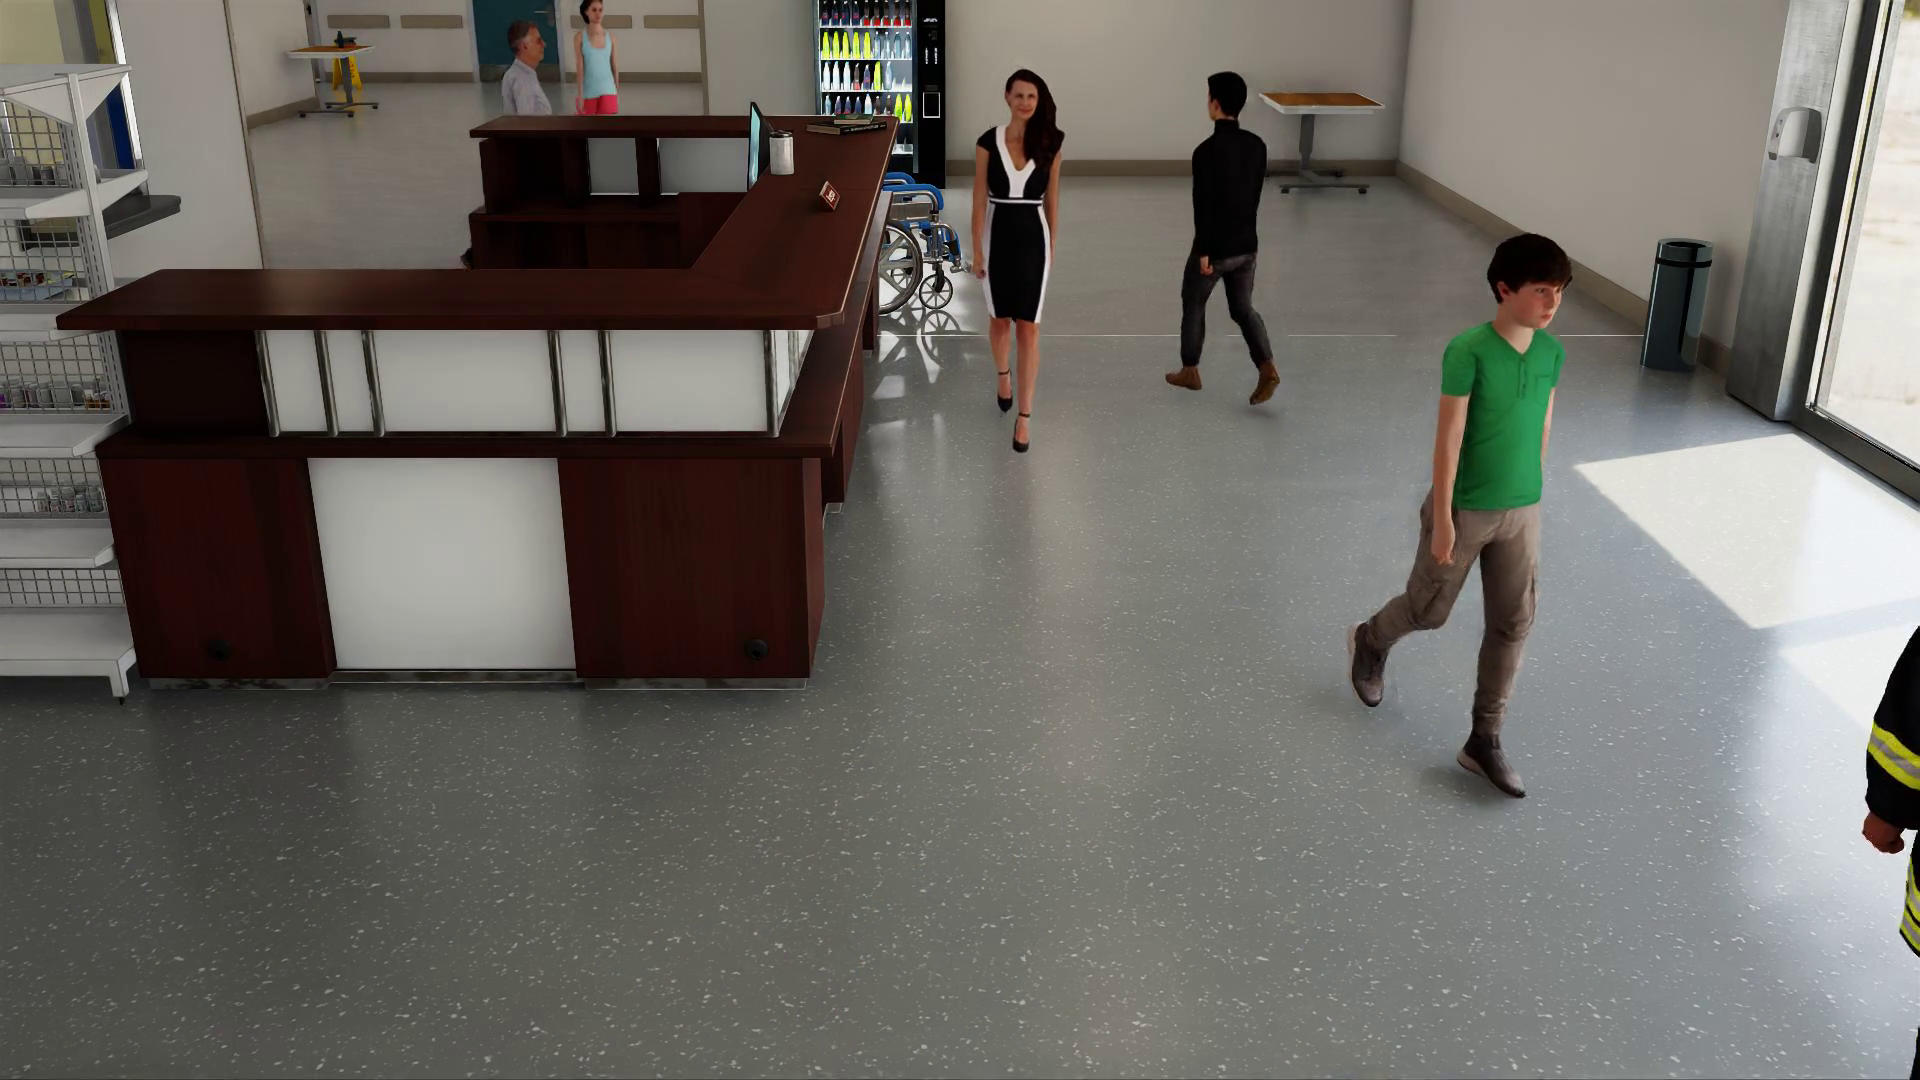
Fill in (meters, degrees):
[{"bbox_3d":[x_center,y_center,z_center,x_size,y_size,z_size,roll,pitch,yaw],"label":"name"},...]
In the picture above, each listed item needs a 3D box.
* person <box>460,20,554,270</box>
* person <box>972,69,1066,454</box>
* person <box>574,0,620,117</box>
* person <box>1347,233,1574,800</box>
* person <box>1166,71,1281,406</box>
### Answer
[{"bbox_3d":[-2.983,-2.554,11.223,1.205,1.795,0.881,-6,22,-16],"label":"person"},{"bbox_3d":[0.249,-1.367,8.146,1.060,1.754,0.669,1,21,1],"label":"person"},{"bbox_3d":[-3.355,-4.050,15.239,1.060,1.749,0.951,-11,23,-26],"label":"person"},{"bbox_3d":[1.500,-0.109,4.997,1.045,1.633,0.822,-4,21,-12],"label":"person"},{"bbox_3d":[1.438,-1.547,8.692,1.098,1.704,0.998,-10,23,-24],"label":"person"}]
